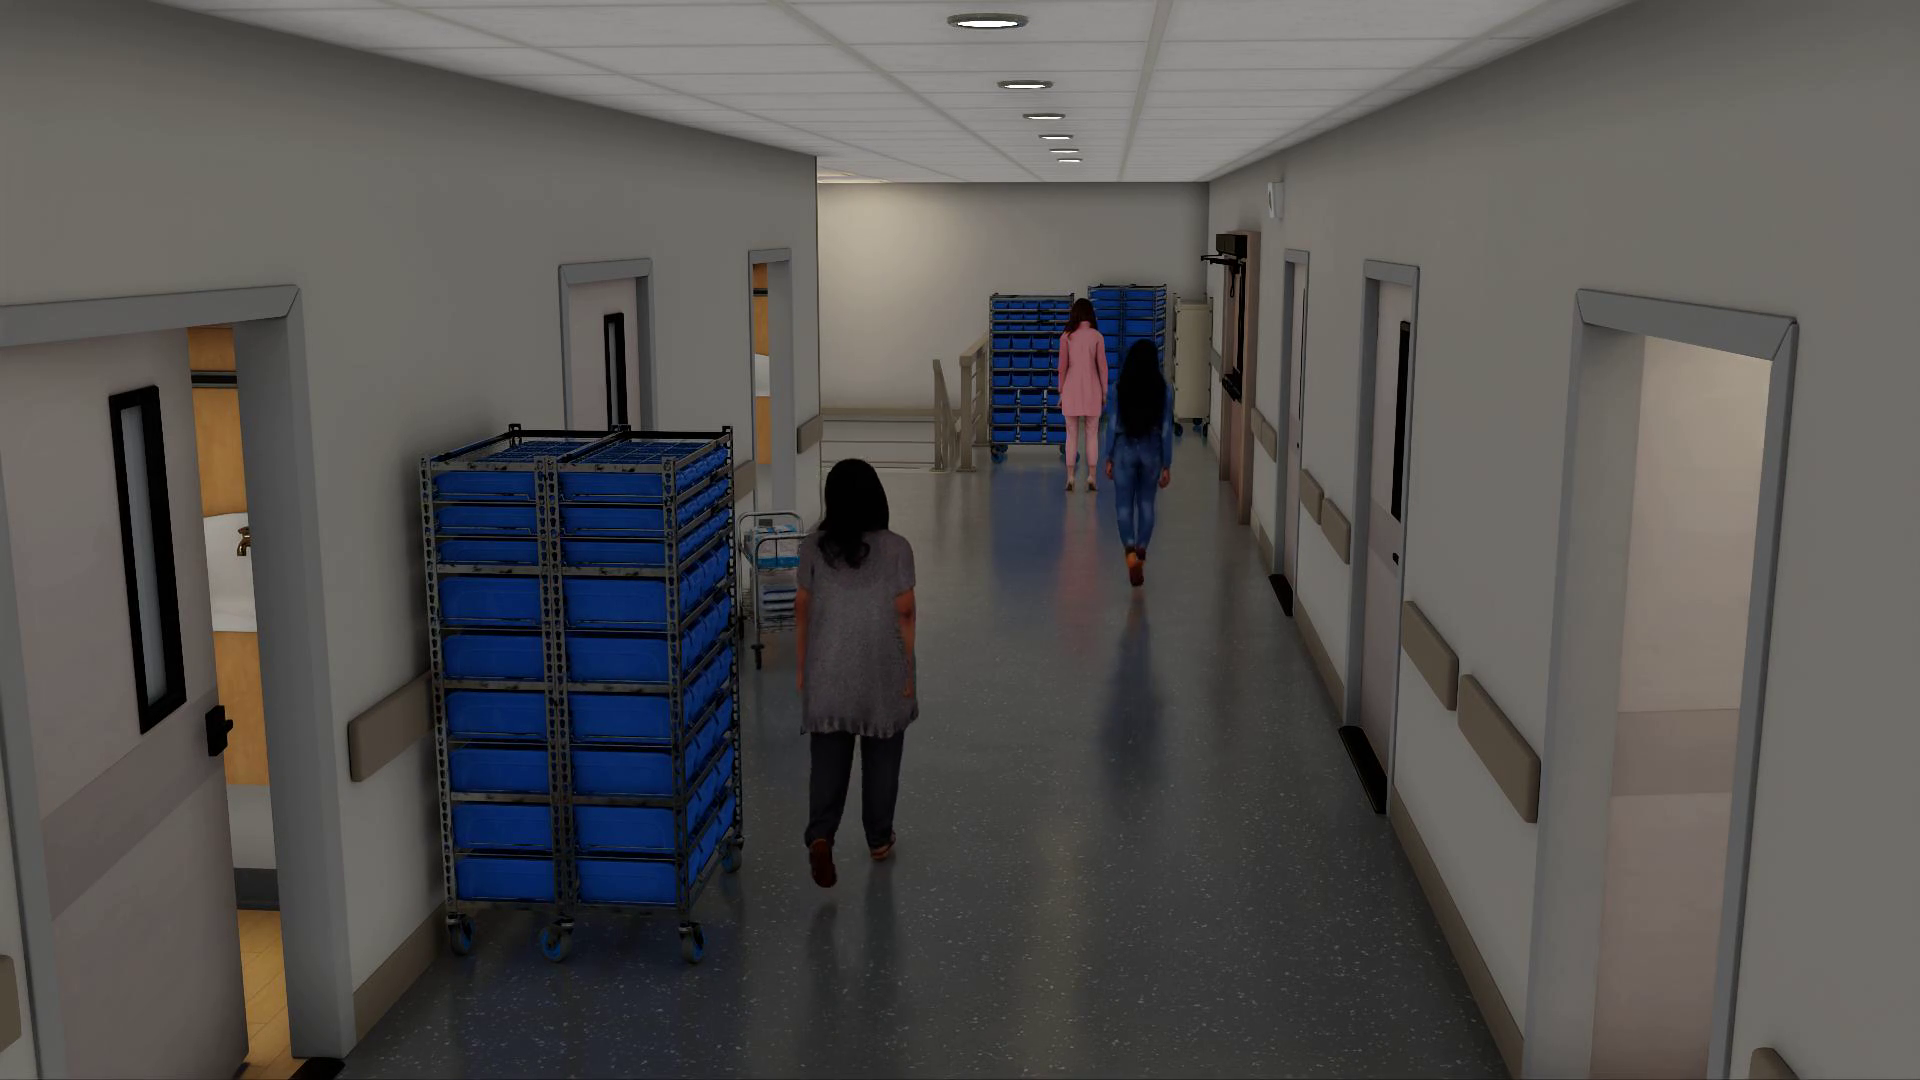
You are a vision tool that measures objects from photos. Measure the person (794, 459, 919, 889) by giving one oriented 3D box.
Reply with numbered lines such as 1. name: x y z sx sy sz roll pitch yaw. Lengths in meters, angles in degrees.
1. person: -0.405 0.512 6.294 0.612 1.585 0.914 1 11 5

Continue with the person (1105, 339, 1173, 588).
1. person: 1.214 -0.498 11.362 0.612 1.679 1.144 1 11 3

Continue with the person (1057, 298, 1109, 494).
1. person: 1.132 -1.351 15.528 0.618 1.802 0.505 1 11 3
